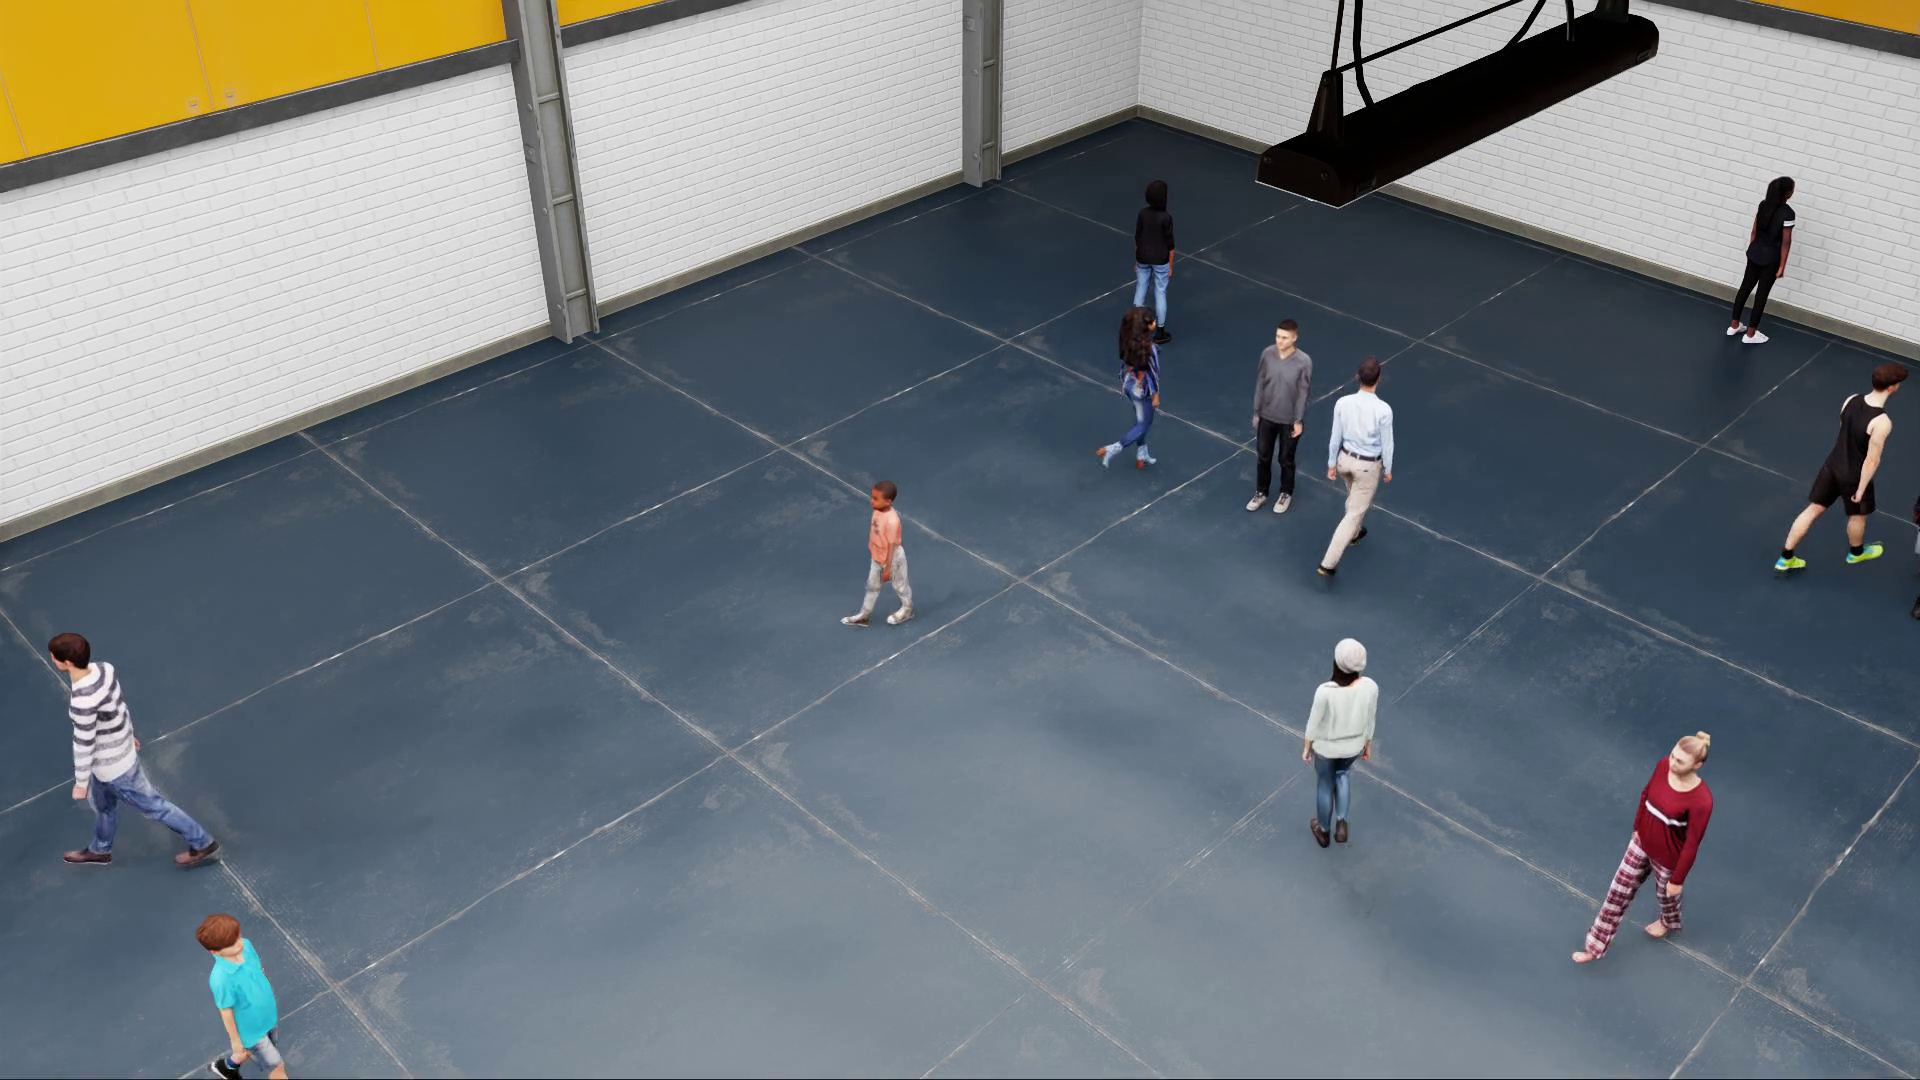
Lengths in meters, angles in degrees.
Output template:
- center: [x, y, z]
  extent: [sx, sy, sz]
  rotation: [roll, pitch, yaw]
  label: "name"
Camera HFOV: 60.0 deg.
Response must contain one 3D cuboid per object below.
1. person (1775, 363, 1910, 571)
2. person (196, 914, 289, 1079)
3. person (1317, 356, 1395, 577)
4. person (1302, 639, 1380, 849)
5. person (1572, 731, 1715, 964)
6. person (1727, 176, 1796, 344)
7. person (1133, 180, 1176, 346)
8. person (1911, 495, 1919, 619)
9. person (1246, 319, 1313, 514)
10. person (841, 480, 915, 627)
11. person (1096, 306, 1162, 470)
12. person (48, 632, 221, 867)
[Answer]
- center: [6.907, -0.518, 13.079]
  extent: [1.288, 1.842, 1.059]
  rotation: [-9, 35, -14]
  label: "person"
- center: [-3.836, 2.531, 8.862]
  extent: [0.907, 1.431, 0.887]
  rotation: [3, 34, 5]
  label: "person"
- center: [3.123, -0.534, 13.131]
  extent: [0.670, 1.811, 1.213]
  rotation: [25, 41, 33]
  label: "person"
- center: [2.412, 1.333, 10.475]
  extent: [0.739, 1.642, 0.803]
  rotation: [-4, 34, -6]
  label: "person"
- center: [4.167, 1.806, 9.756]
  extent: [1.146, 1.650, 0.866]
  rotation: [-16, 37, -22]
  label: "person"
- center: [8.056, -2.817, 16.640]
  extent: [0.704, 1.730, 0.695]
  rotation: [-14, 36, -19]
  label: "person"
- center: [1.928, -2.763, 16.582]
  extent: [0.636, 1.703, 0.634]
  rotation: [15, 37, 22]
  label: "person"
- center: [7.619, -0.199, 12.801]
  extent: [0.645, 1.618, 0.865]
  rotation: [25, 41, 33]
  label: "person"
- center: [2.715, -1.047, 13.951]
  extent: [0.691, 1.758, 0.684]
  rotation: [18, 38, 25]
  label: "person"
- center: [-0.486, 0.100, 12.652]
  extent: [0.873, 1.286, 0.653]
  rotation: [-17, 37, -23]
  label: "person"
- center: [1.512, -1.267, 14.423]
  extent: [0.973, 1.600, 0.782]
  rotation: [-17, 37, -23]
  label: "person"
- center: [-5.133, 1.356, 10.293]
  extent: [1.281, 1.804, 1.052]
  rotation: [-8, 35, -12]
  label: "person"
